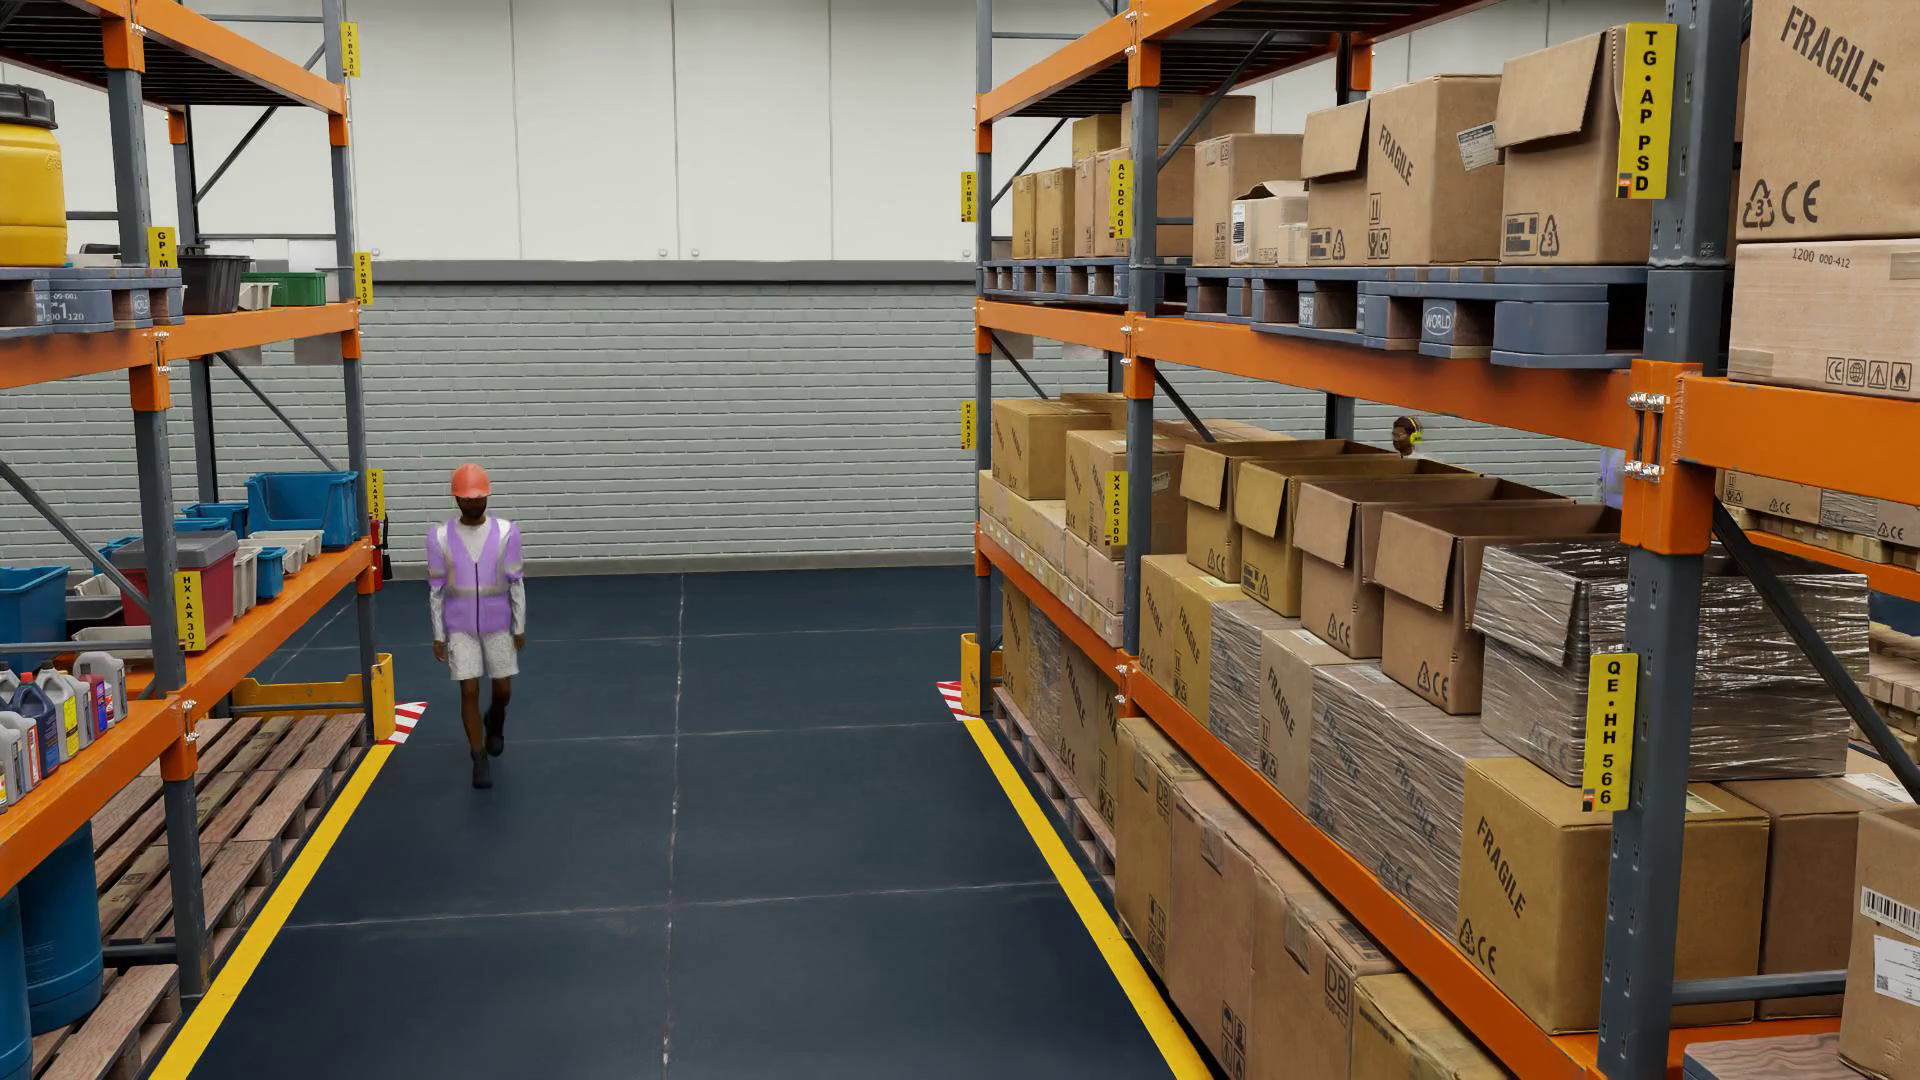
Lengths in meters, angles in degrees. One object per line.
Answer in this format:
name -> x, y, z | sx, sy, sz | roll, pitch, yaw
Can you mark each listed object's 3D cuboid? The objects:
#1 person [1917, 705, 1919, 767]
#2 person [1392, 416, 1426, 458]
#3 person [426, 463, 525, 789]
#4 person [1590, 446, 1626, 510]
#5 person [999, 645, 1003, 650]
person -> 4.352, 0.972, 7.005 | 0.647, 1.880, 0.775 | 0, 9, -3
person -> 3.745, -0.135, 13.948 | 0.925, 1.836, 0.519 | -4, 10, -23
person -> -2.871, 0.482, 9.896 | 0.548, 1.919, 0.607 | -3, 10, -19
person -> 5.661, -0.247, 14.490 | 0.983, 1.879, 0.585 | -1, 9, -4
person -> 0.500, 0.107, 13.073 | 0.305, 1.639, 0.522 | -3, 10, -16
